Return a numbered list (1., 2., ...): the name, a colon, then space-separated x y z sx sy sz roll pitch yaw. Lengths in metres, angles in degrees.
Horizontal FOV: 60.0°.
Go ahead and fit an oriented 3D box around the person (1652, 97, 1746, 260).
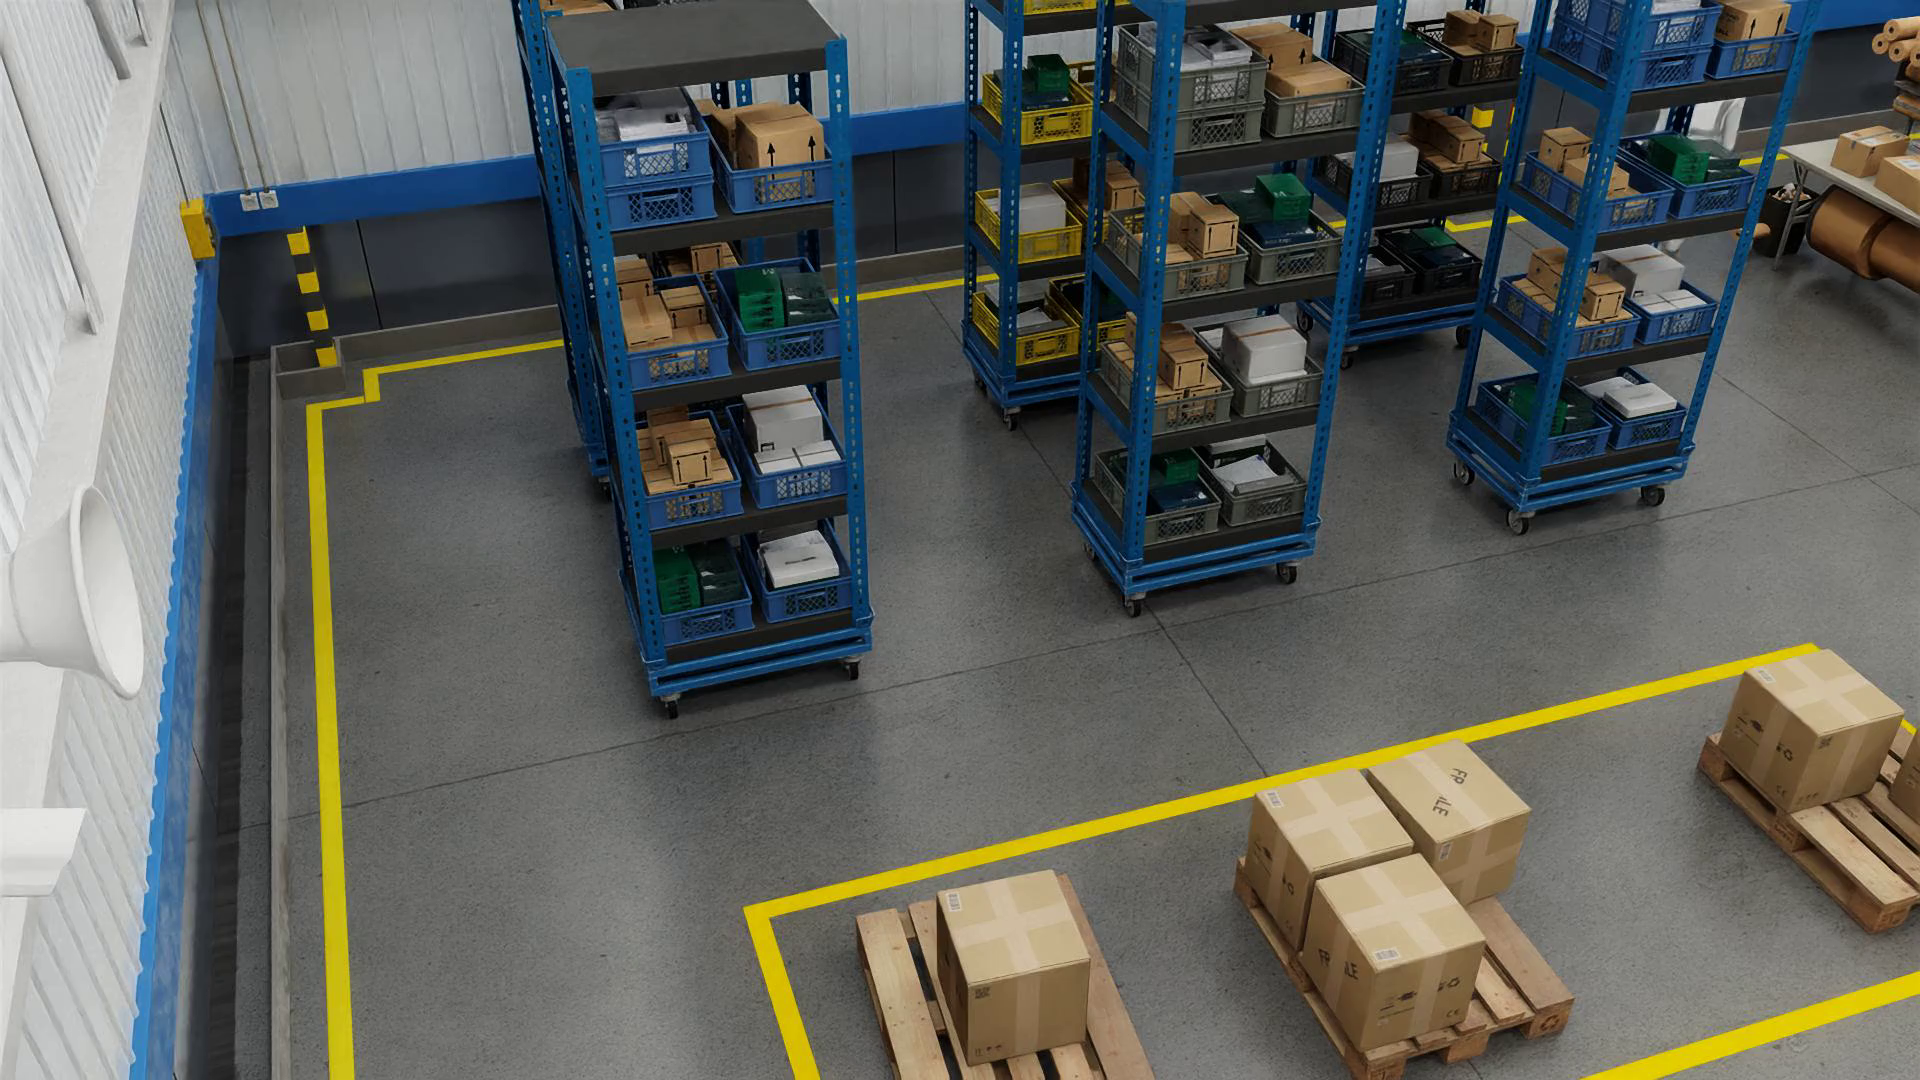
1. person: 5.651 -2.972 12.886 0.589 1.862 0.727 16 38 22
